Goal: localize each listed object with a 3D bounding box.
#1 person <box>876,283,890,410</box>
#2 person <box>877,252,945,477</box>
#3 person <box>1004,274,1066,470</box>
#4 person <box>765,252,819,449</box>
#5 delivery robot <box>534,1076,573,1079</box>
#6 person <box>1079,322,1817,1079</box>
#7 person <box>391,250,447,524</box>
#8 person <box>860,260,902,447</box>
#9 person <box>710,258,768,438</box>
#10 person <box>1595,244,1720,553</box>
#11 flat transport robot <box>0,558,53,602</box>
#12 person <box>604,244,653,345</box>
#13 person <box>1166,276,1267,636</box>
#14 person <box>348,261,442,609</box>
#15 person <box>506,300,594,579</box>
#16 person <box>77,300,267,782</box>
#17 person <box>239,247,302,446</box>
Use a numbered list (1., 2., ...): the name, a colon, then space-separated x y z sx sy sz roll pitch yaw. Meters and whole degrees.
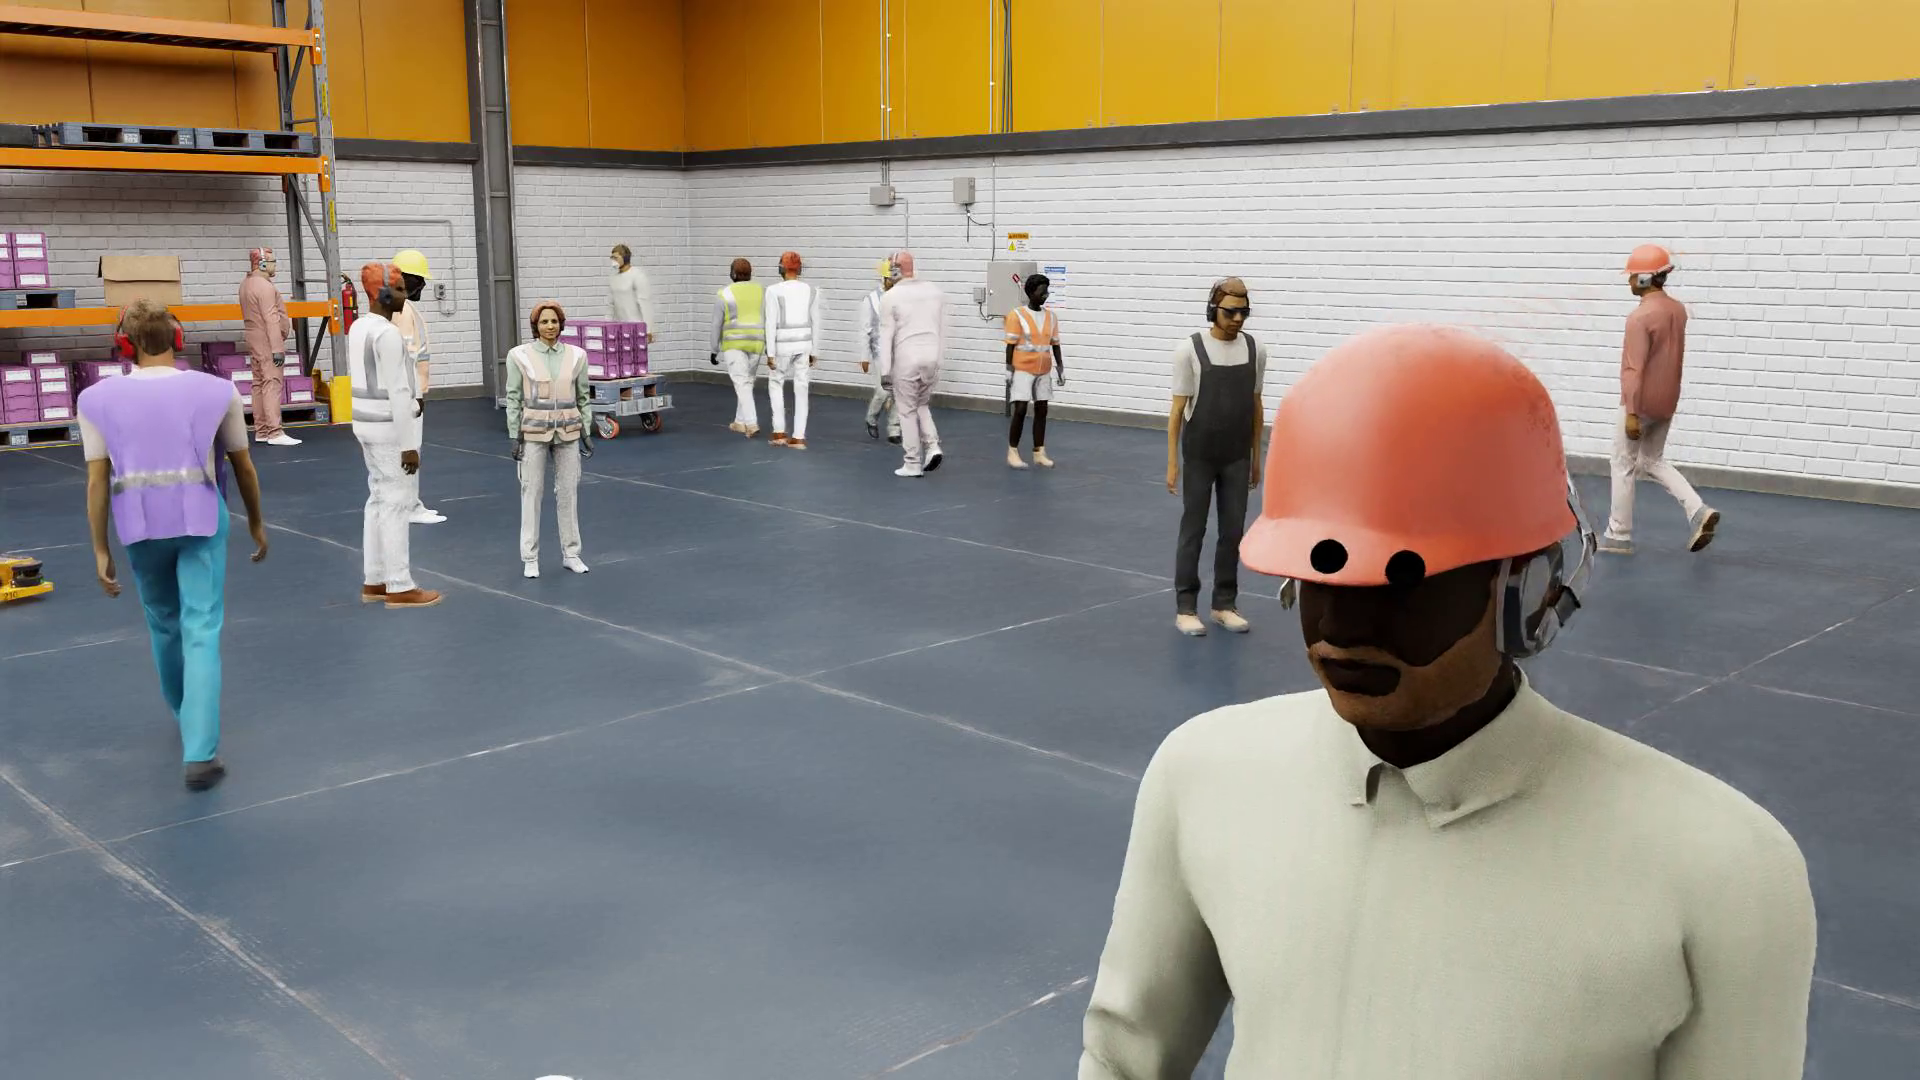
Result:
1. person: -0.674 -2.298 18.722 0.620 1.816 0.890 -8 13 -36
2. person: -0.421 -1.461 13.947 0.675 1.881 0.410 -8 13 -36
3. person: 0.642 -1.463 14.473 0.564 1.689 0.365 -7 12 -32
4. person: -1.643 -1.820 15.952 0.594 1.856 0.707 -6 12 -29
5. delivery robot: -0.706 1.181 2.904 0.707 0.478 0.477 0 10 0
6. person: 0.325 0.795 1.467 0.659 1.941 1.007 10 14 42
7. person: -3.870 -1.073 11.735 0.382 1.917 0.585 -5 12 -25
8. person: -0.666 -1.798 15.984 0.587 1.810 0.466 -6 12 -28
9. person: -2.190 -1.944 16.812 0.636 1.800 0.949 -6 12 -30
10. person: 4.366 -0.860 10.411 0.619 1.975 0.722 -7 13 -35
11. flat transport robot: -5.839 0.202 9.269 1.431 0.197 0.652 5 11 25
12. person: -3.851 -2.408 19.030 0.733 1.913 0.645 -9 14 -41
13. person: 1.295 -0.409 8.375 0.529 1.825 0.387 -3 11 -14
14. person: -3.111 -0.565 9.049 0.345 1.881 0.585 -8 13 -37
15. person: -2.438 -0.600 9.906 0.513 1.642 0.311 -6 12 -29
16. person: -2.994 -0.022 6.369 0.588 1.777 1.028 -4 11 -18
17. person: -6.685 -1.867 16.091 0.407 1.908 0.641 -9 14 -42
